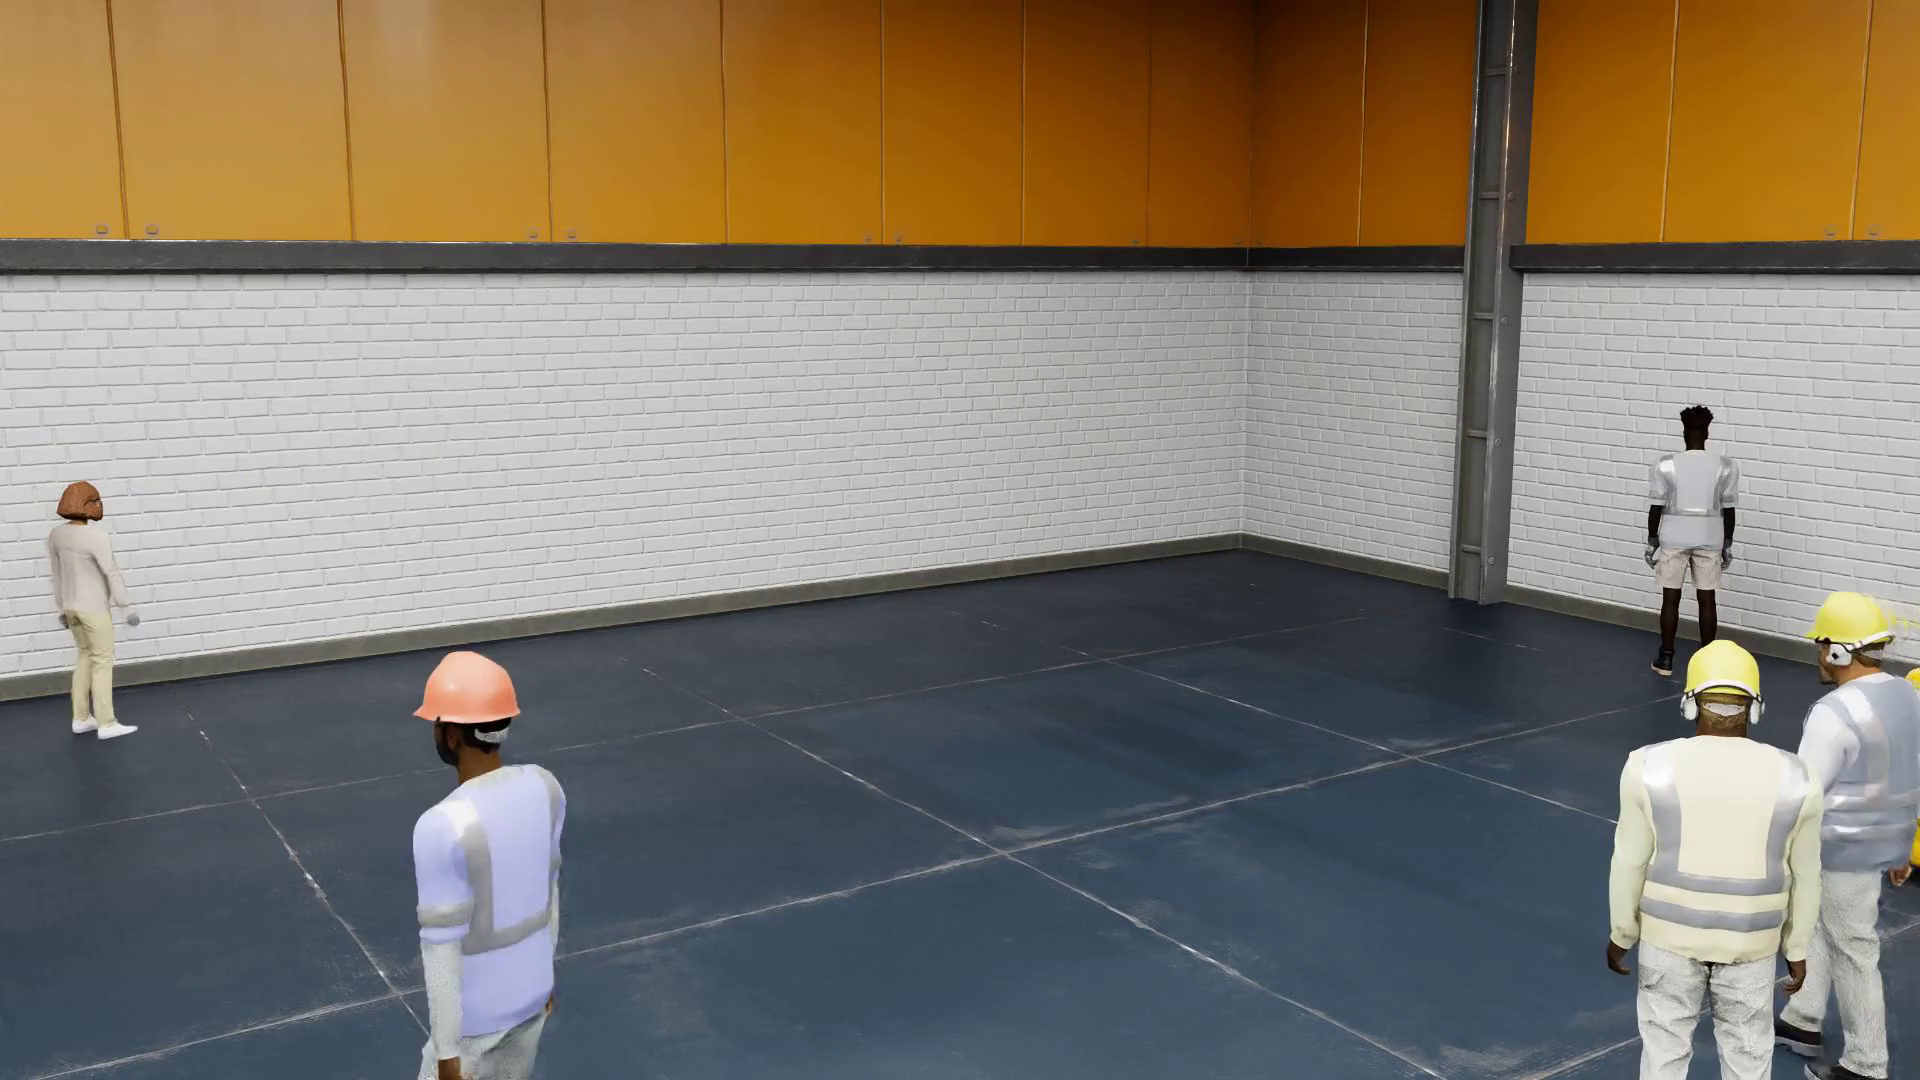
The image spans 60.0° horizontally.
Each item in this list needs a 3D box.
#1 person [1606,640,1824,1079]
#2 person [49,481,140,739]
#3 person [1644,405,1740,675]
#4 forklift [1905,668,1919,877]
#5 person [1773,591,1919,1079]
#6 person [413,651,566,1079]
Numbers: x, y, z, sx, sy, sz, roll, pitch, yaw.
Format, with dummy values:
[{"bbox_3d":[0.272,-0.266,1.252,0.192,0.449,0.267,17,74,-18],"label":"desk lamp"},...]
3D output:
[{"bbox_3d":[2.321,1.212,5.163,0.600,1.818,0.403,2,10,14],"label":"person"},{"bbox_3d":[-5.415,0.442,10.383,0.518,1.634,0.321,5,11,27],"label":"person"},{"bbox_3d":[5.250,0.011,11.967,0.608,1.965,0.372,3,10,17],"label":"person"},{"bbox_3d":[5.511,0.571,7.906,2.313,2.155,1.214,-6,11,-33],"label":"forklift"},{"bbox_3d":[3.111,1.078,6.016,0.598,1.800,0.713,-8,12,-38],"label":"person"},{"bbox_3d":[-1.252,1.257,4.602,0.622,1.921,0.550,5,10,26],"label":"person"}]
